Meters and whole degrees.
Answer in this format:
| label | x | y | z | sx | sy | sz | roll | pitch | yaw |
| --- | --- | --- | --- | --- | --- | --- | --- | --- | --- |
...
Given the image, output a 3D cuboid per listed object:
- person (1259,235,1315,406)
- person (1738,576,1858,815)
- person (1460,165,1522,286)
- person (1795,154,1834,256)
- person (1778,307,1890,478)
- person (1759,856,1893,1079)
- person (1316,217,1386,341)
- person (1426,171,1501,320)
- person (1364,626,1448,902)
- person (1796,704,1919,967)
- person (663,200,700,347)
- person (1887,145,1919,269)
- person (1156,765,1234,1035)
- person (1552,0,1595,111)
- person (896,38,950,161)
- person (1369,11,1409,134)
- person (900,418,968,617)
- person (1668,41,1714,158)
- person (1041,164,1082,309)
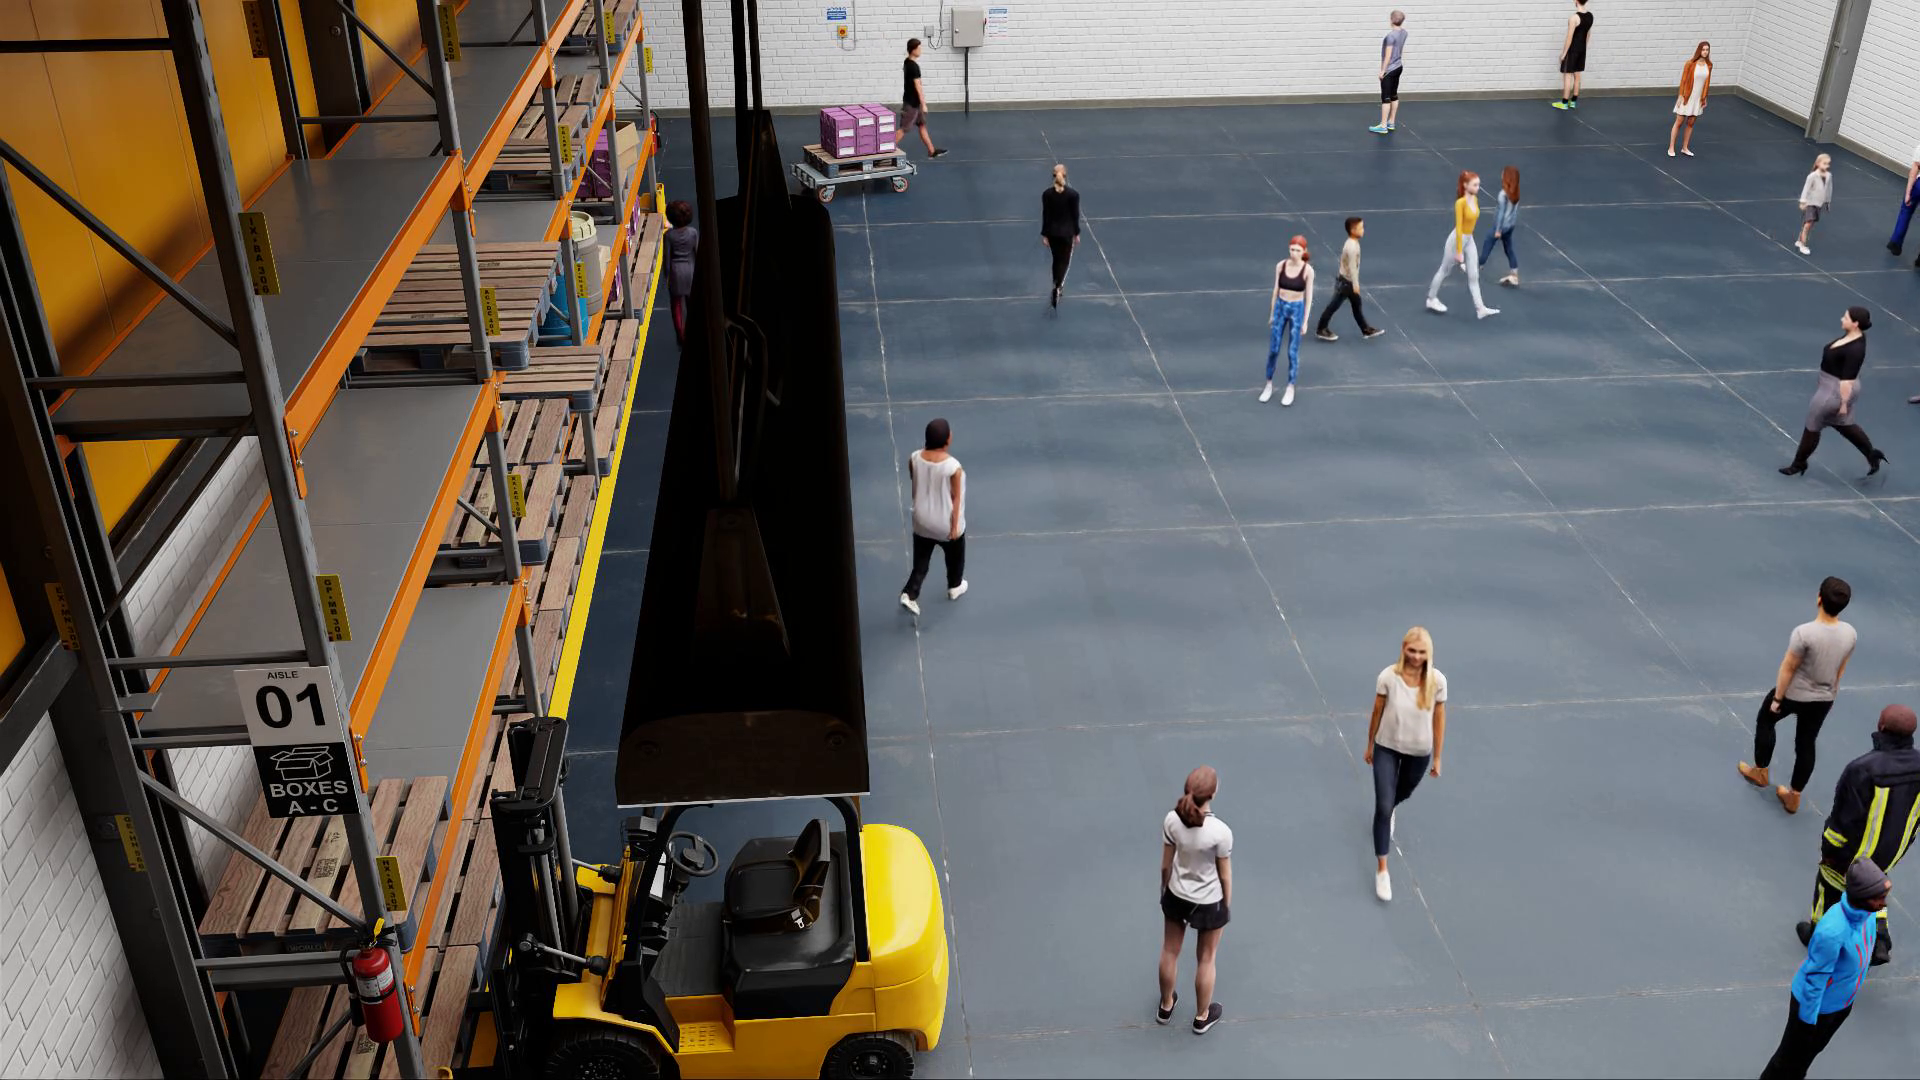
| label | x | y | z | sx | sy | sz | roll | pitch | yaw |
| --- | --- | --- | --- | --- | --- | --- | --- | --- | --- |
| person | 3.404 | -2.268 | 17.073 | 0.733 | 1.778 | 0.783 | 15 | 32 | 25 |
| person | 5.638 | 1.068 | 11.033 | 0.654 | 1.705 | 0.769 | 0 | 29 | 0 |
| person | 6.672 | -3.789 | 20.212 | 0.954 | 1.443 | 1.060 | -25 | 37 | -38 |
| person | 10.982 | -4.367 | 21.459 | 0.564 | 1.262 | 0.684 | -8 | 30 | -14 |
| person | 8.218 | -1.313 | 15.372 | 1.107 | 1.730 | 1.156 | 15 | 32 | 25 |
| person | 4.442 | 2.351 | 8.586 | 0.687 | 1.796 | 0.706 | -20 | 34 | -32 |
| person | 4.246 | -2.889 | 18.574 | 0.859 | 1.430 | 0.991 | 8 | 30 | 14 |
| person | 5.689 | -3.399 | 19.229 | 1.072 | 1.698 | 1.199 | -25 | 38 | -38 |
| person | 2.792 | 1.305 | 10.528 | 0.778 | 1.773 | 1.185 | 4 | 29 | 6 |
| person | 5.313 | 1.769 | 9.639 | 0.759 | 1.810 | 0.887 | -4 | 29 | -7 |
| person | -3.014 | -2.858 | 18.234 | 0.615 | 1.702 | 0.634 | -6 | 29 | -10 |
| person | 12.101 | -4.327 | 20.809 | 0.905 | 1.816 | 1.322 | 6 | 29 | 11 |
| person | 1.302 | 2.004 | 9.269 | 0.664 | 1.752 | 0.700 | 14 | 31 | 23 |
| person | 10.282 | -8.182 | 27.796 | 0.765 | 1.891 | 0.711 | -14 | 32 | -24 |
| person | -0.798 | -6.516 | 24.826 | 0.838 | 1.810 | 1.173 | -6 | 29 | -10 |
| person | 6.876 | -7.467 | 26.493 | 0.799 | 1.884 | 0.751 | 24 | 37 | 37 |
| person | -0.212 | -0.154 | 13.323 | 1.027 | 1.656 | 1.155 | 16 | 32 | 27 |
| person | 11.124 | -6.723 | 25.297 | 0.610 | 1.723 | 0.551 | -2 | 29 | -4 |
| person | 1.171 | -3.515 | 19.461 | 0.860 | 1.680 | 1.110 | 8 | 30 | 14 |
